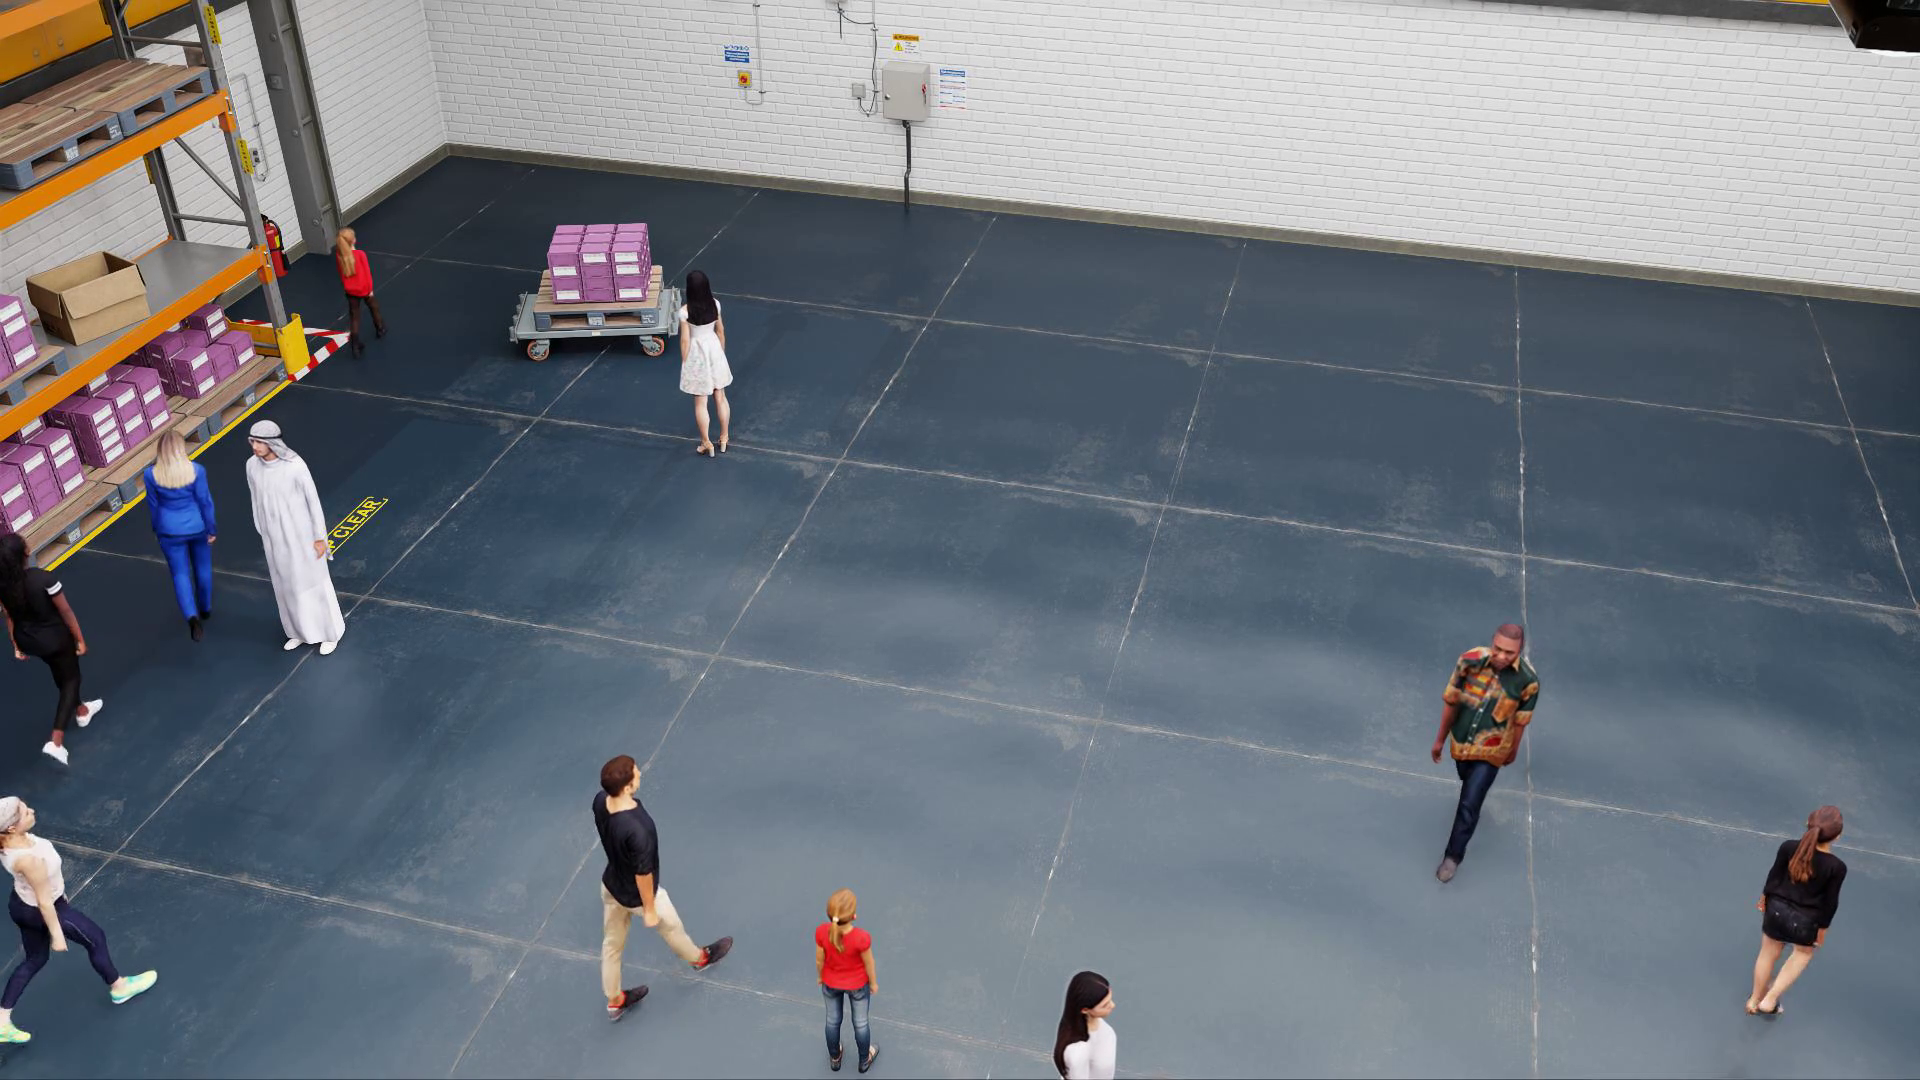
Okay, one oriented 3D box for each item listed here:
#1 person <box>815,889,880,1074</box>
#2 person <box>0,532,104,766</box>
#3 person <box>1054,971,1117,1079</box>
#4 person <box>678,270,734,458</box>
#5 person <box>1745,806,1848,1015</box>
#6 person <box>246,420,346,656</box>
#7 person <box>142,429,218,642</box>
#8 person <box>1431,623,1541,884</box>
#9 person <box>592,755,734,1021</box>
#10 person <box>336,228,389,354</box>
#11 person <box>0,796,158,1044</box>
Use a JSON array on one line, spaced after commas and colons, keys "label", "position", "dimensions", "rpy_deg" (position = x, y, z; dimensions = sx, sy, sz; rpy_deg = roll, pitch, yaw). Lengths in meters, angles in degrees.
[{"label": "person", "position": [-0.632, 2.423, 9.131], "dimensions": [0.506, 1.310, 0.501], "rpy_deg": [6, 34, 8]}, {"label": "person", "position": [-6.237, 0.743, 11.303], "dimensions": [0.782, 1.705, 1.137], "rpy_deg": [1, 34, 1]}, {"label": "person", "position": [0.591, 2.764, 8.169], "dimensions": [0.688, 1.808, 0.482], "rpy_deg": [5, 34, 8]}, {"label": "person", "position": [-2.259, -1.566, 14.712], "dimensions": [0.769, 1.774, 0.835], "rpy_deg": [-20, 38, -27]}, {"label": "person", "position": [4.666, 2.133, 9.348], "dimensions": [0.657, 1.553, 0.703], "rpy_deg": [29, 43, 36]}, {"label": "person", "position": [-4.925, -0.033, 12.270], "dimensions": [0.695, 1.926, 0.626], "rpy_deg": [6, 34, 9]}, {"label": "person", "position": [-5.790, -0.004, 12.456], "dimensions": [0.966, 1.672, 1.080], "rpy_deg": [-14, 36, -20]}, {"label": "person", "position": [3.312, 1.220, 10.523], "dimensions": [1.002, 1.773, 1.296], "rpy_deg": [24, 40, 31]}, {"label": "person", "position": [-1.909, 1.993, 9.312], "dimensions": [0.997, 1.827, 1.172], "rpy_deg": [28, 43, 36]}, {"label": "person", "position": [-6.010, -2.462, 16.529], "dimensions": [0.616, 1.256, 0.937], "rpy_deg": [2, 34, 4]}, {"label": "person", "position": [-5.184, 2.132, 9.244], "dimensions": [0.932, 1.670, 1.220], "rpy_deg": [25, 41, 32]}]
